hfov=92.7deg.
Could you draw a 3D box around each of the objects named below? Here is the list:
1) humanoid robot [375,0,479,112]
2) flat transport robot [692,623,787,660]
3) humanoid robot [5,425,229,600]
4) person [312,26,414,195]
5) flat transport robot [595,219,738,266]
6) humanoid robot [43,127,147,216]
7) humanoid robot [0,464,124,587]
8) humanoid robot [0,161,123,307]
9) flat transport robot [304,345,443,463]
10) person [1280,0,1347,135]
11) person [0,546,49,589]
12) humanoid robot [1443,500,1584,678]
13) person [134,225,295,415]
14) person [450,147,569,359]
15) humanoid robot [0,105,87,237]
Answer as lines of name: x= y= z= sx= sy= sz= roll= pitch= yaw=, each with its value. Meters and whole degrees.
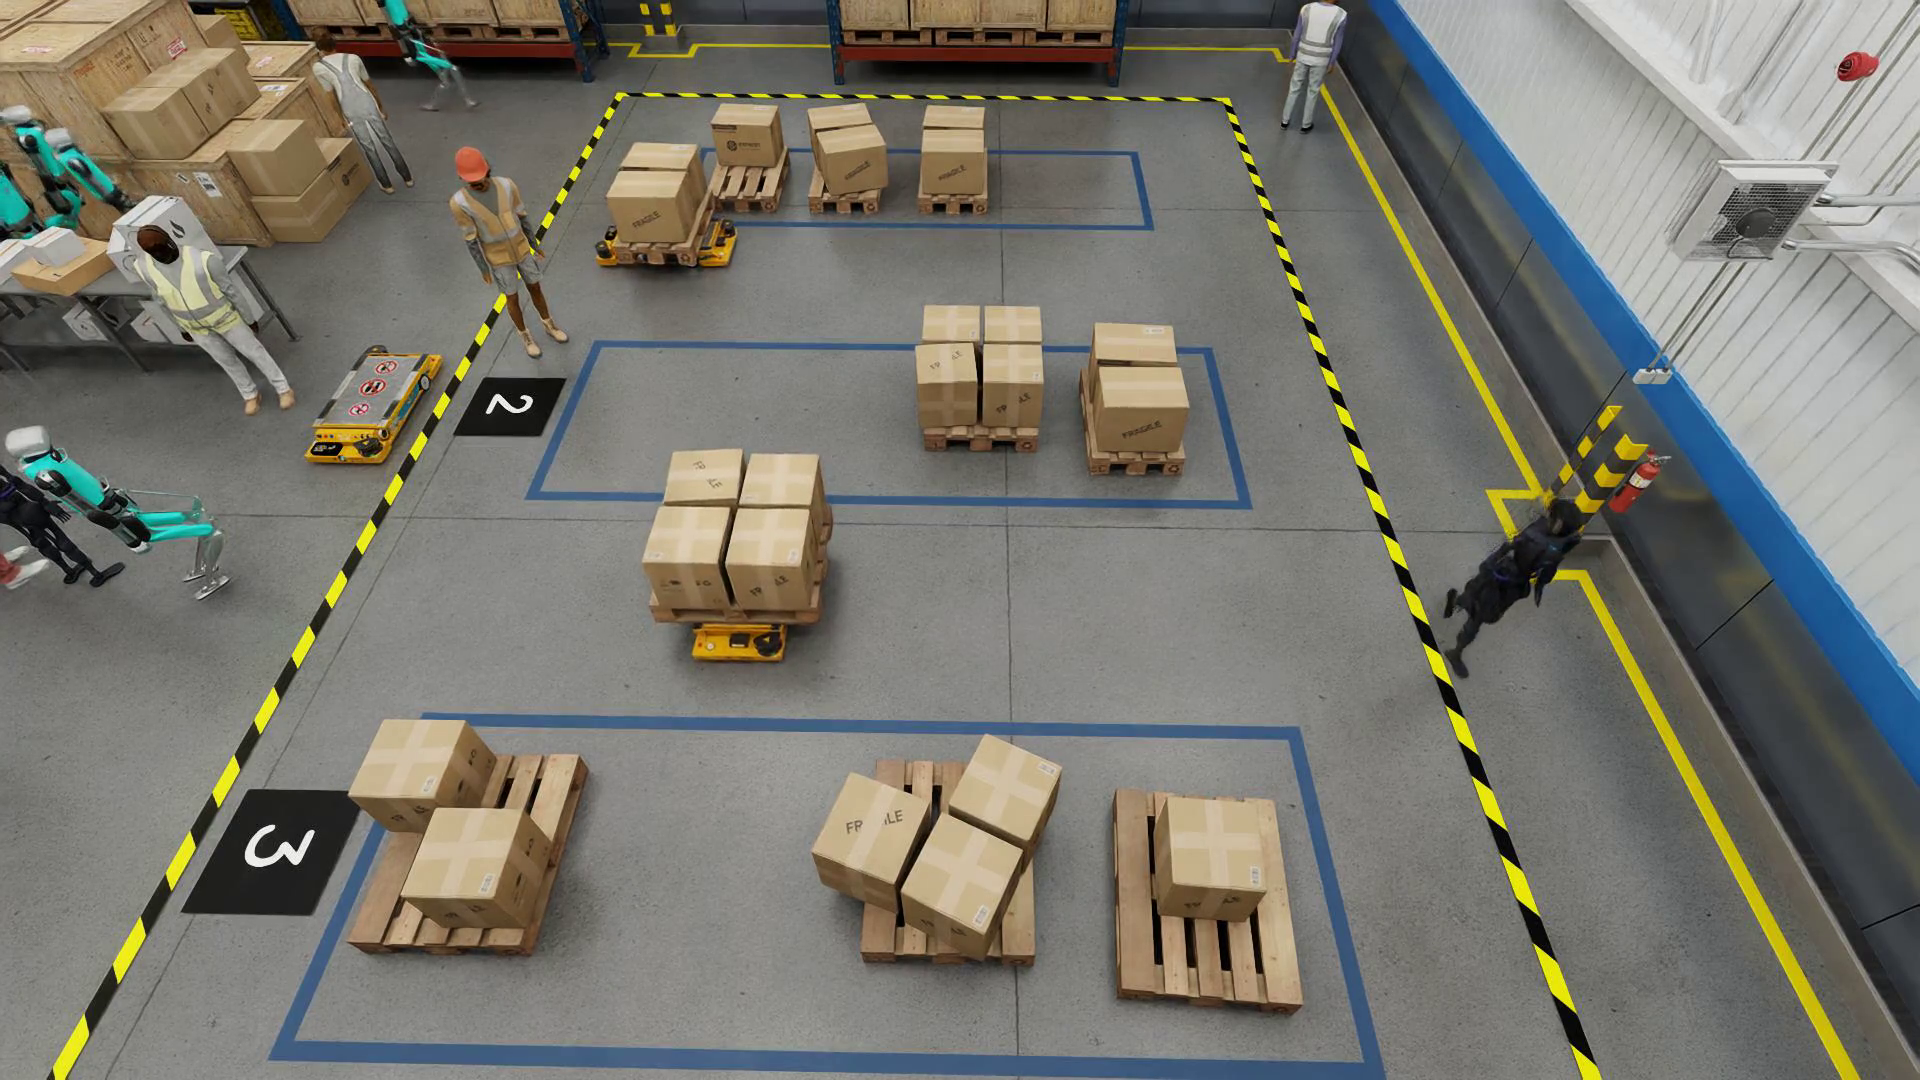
humanoid robot: x=-6.821 y=-6.378 z=11.837 sx=1.028 sy=1.781 sz=0.532 roll=1 pitch=50 yaw=1
flat transport robot: x=-1.618 y=0.280 z=7.112 sx=0.652 sy=0.197 sz=1.431 roll=1 pitch=50 yaw=1
humanoid robot: x=-5.779 y=-0.245 z=6.524 sx=0.735 sy=1.677 sz=0.533 roll=-35 pitch=58 yaw=-26
person: x=-6.836 y=-4.877 z=10.461 sx=0.507 sy=1.846 sz=0.346 roll=-33 pitch=57 yaw=-25
flat transport robot: x=-3.240 y=-3.306 z=10.146 sx=1.431 sy=0.197 sz=0.652 roll=1 pitch=50 yaw=1
humanoid robot: x=-8.155 y=-3.400 z=9.313 sx=0.532 sy=1.799 sz=0.927 roll=32 pitch=57 yaw=24
humanoid robot: x=-6.919 y=-0.288 z=6.678 sx=0.599 sy=1.657 sz=0.315 roll=10 pitch=50 yaw=8
humanoid robot: x=-9.096 y=-2.859 z=8.805 sx=0.885 sy=1.744 sz=0.545 roll=-6 pitch=50 yaw=-5
flat transport robot: x=-5.383 y=-1.269 z=8.441 sx=0.659 sy=0.231 sz=1.431 roll=1 pitch=50 yaw=1
person: x=4.418 y=-6.035 z=11.456 sx=0.587 sy=1.821 sz=0.404 roll=25 pitch=54 yaw=20
person: x=-7.548 y=-0.354 z=6.593 sx=0.595 sy=1.909 sz=0.409 roll=17 pitch=52 yaw=14
humanoid robot: x=3.671 y=0.236 z=6.251 sx=0.610 sy=1.634 sz=0.632 roll=-7 pitch=50 yaw=-6
person: x=-6.453 y=-1.889 z=7.945 sx=0.630 sy=1.834 sz=0.429 roll=-12 pitch=51 yaw=-10
person: x=-4.134 y=-2.618 z=8.424 sx=0.382 sy=2.037 sz=0.613 roll=35 pitch=58 yaw=26
humanoid robot: x=-9.335 y=-3.427 z=9.318 sx=0.880 sy=1.766 sz=0.551 roll=-21 pitch=53 yaw=-17
